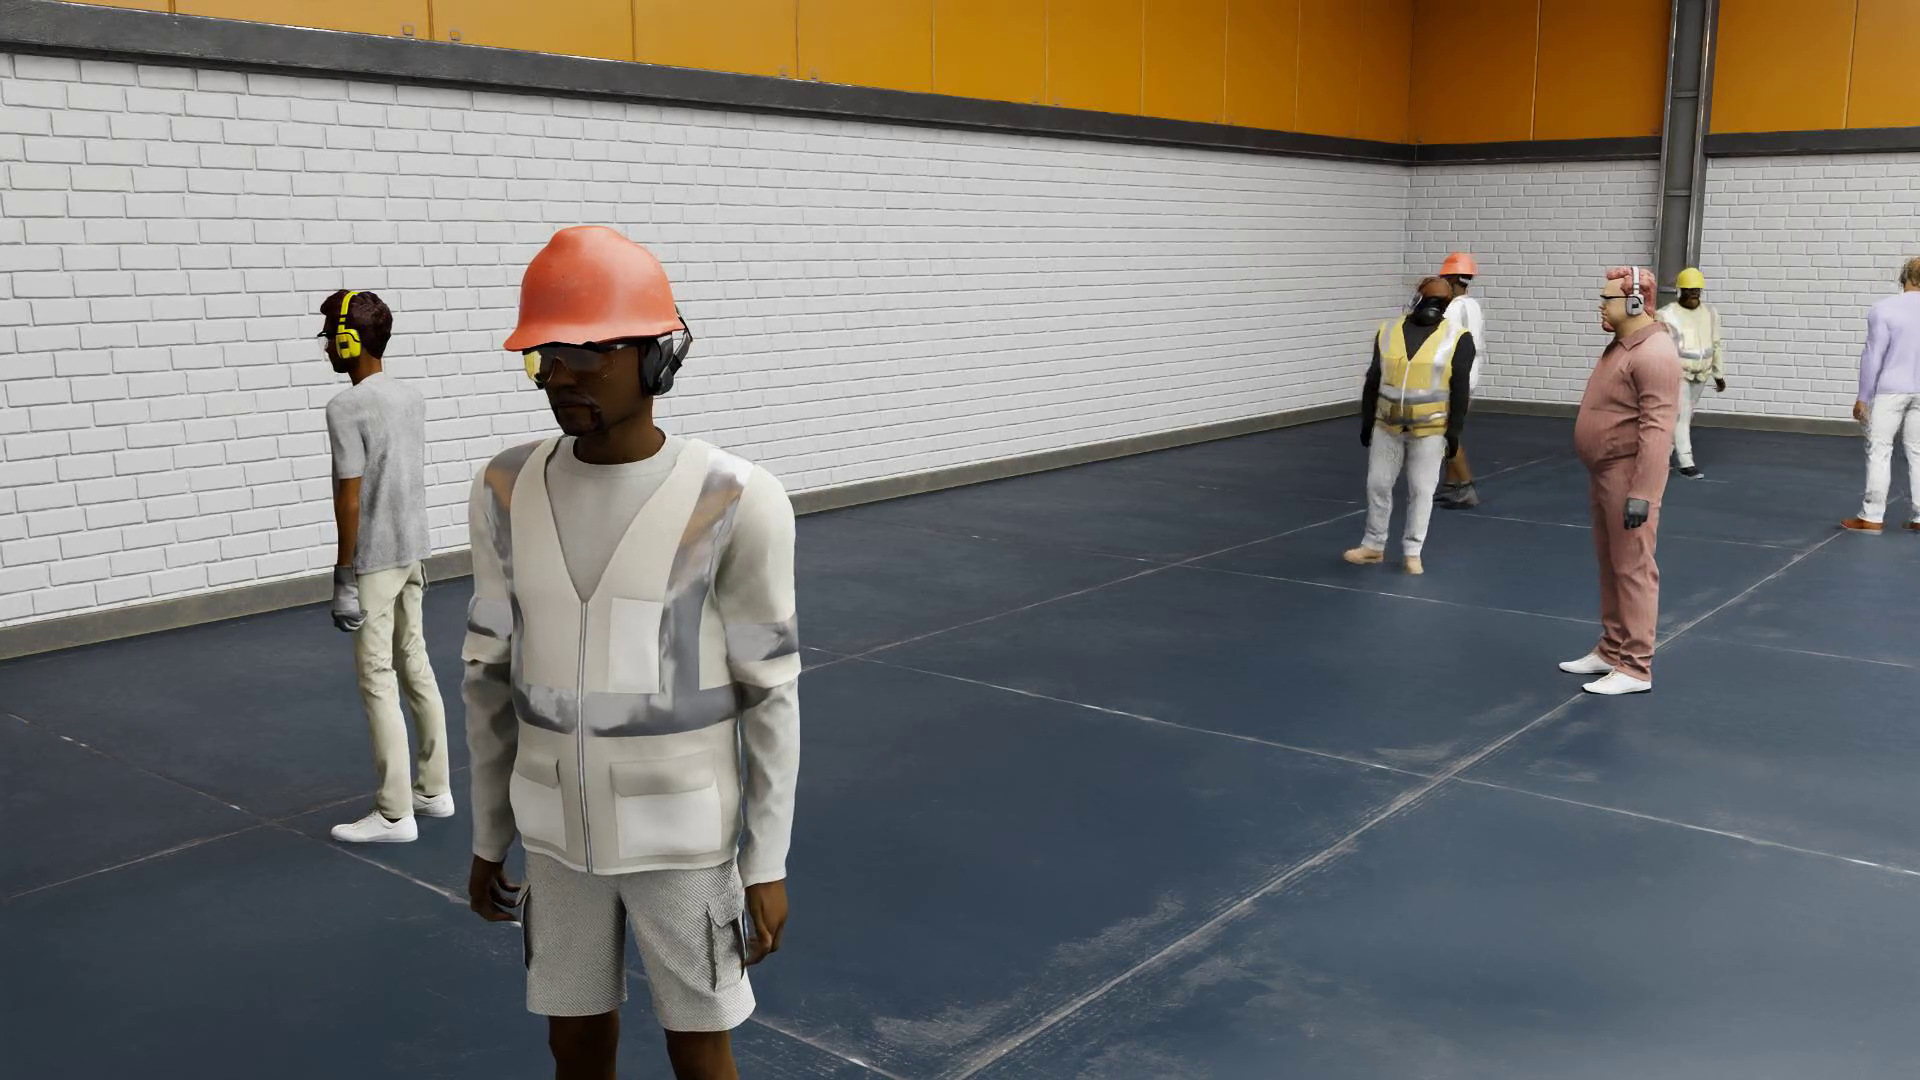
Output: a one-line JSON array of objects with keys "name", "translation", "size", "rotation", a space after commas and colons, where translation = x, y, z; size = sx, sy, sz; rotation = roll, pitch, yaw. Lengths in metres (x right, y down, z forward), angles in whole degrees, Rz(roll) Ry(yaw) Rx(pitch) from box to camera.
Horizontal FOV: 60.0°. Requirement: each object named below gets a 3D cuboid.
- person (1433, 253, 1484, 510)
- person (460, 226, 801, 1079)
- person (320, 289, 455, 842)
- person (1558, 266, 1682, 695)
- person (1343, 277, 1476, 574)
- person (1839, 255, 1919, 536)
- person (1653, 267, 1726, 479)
[{"name": "person", "translation": [3.729, -1.184, 12.561], "size": [0.548, 1.923, 0.563], "rotation": [8, 13, 36]}, {"name": "person", "translation": [-0.580, 0.499, 2.857], "size": [0.615, 2.043, 0.373], "rotation": [3, 11, 15]}, {"name": "person", "translation": [-1.960, 0.095, 5.632], "size": [0.317, 1.854, 0.516], "rotation": [2, 10, 12]}, {"name": "person", "translation": [2.952, -0.262, 7.457], "size": [0.399, 1.907, 0.644], "rotation": [1, 10, 7]}, {"name": "person", "translation": [2.737, -0.682, 10.080], "size": [0.693, 1.813, 0.434], "rotation": [7, 13, 35]}, {"name": "person", "translation": [6.465, -0.975, 11.403], "size": [0.676, 1.910, 0.428], "rotation": [-1, 10, -6]}, {"name": "person", "translation": [6.264, -1.461, 14.403], "size": [0.583, 1.799, 0.903], "rotation": [-2, 10, -11]}]
